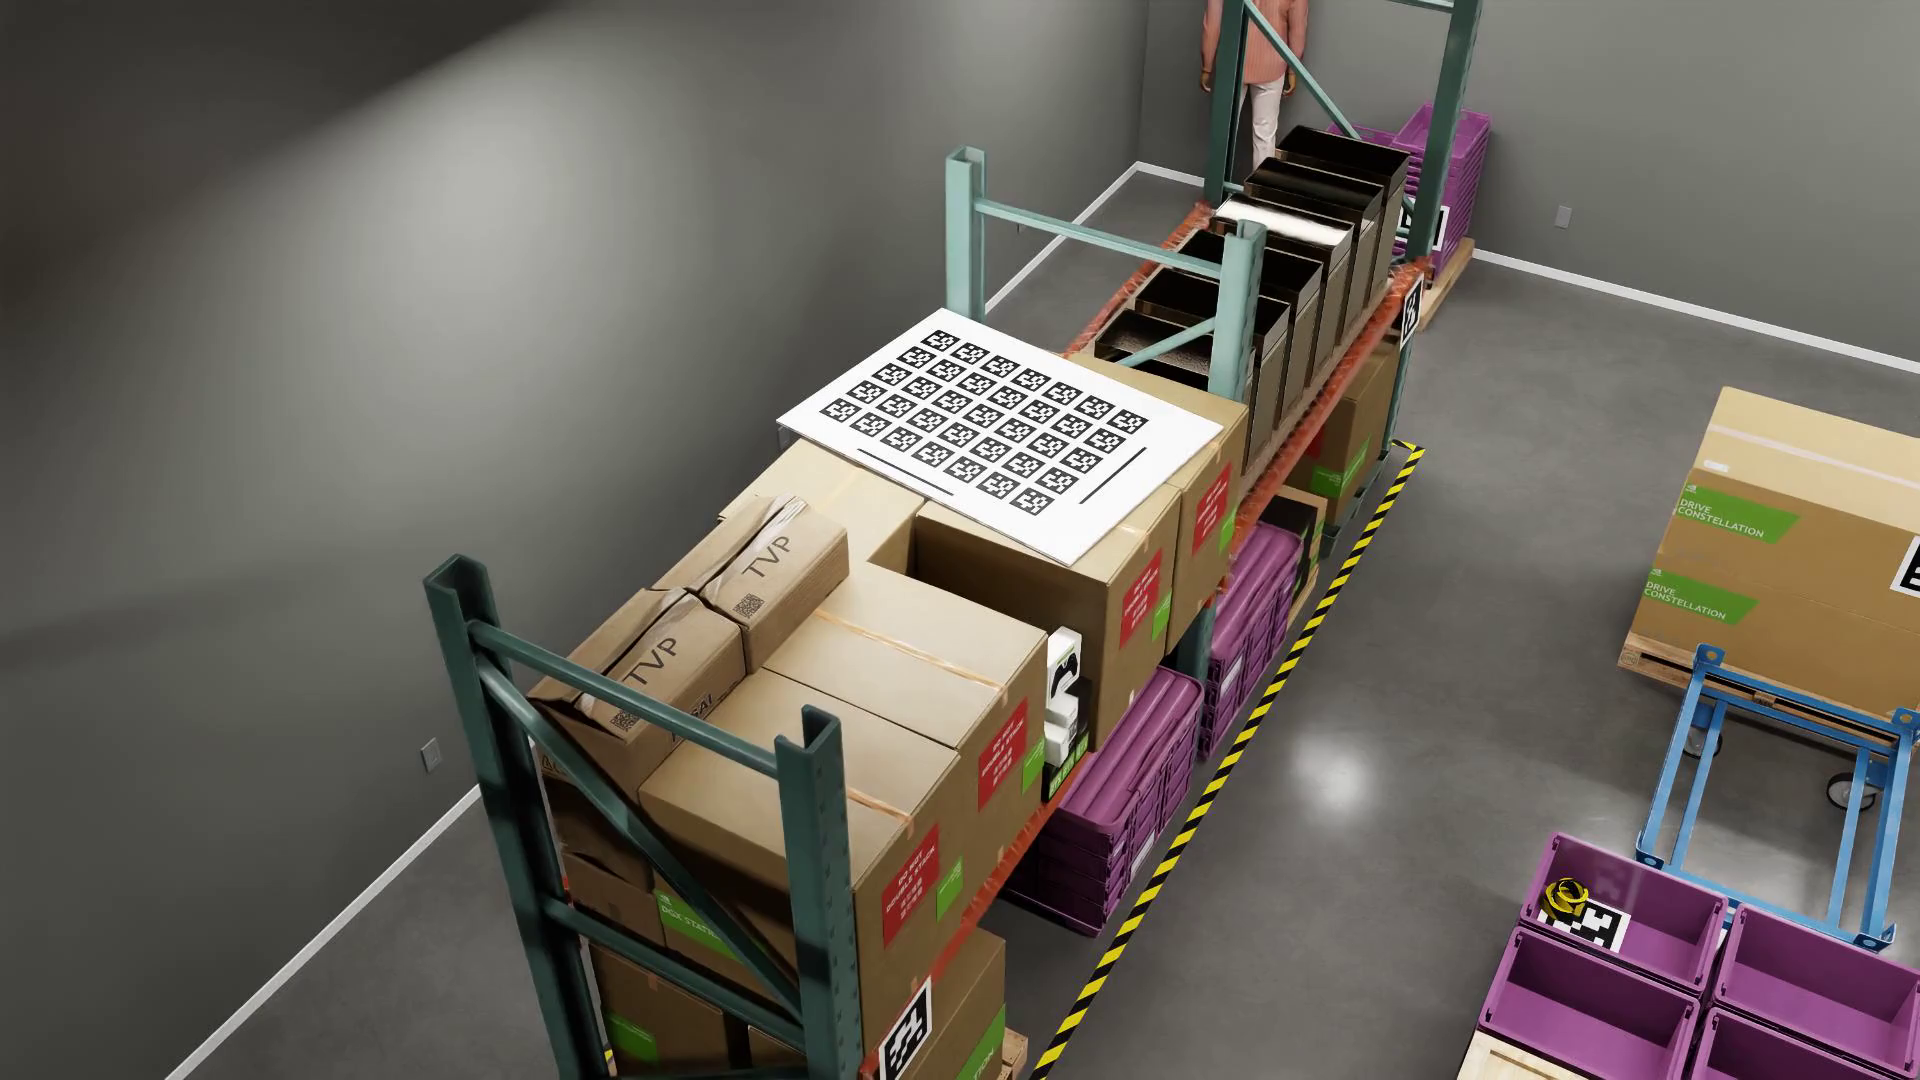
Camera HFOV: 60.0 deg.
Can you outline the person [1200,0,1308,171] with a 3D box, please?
[{"bbox_3d":[1.733,-2.831,9.927,0.608,1.995,0.377,4,40,5],"label":"person"}]
